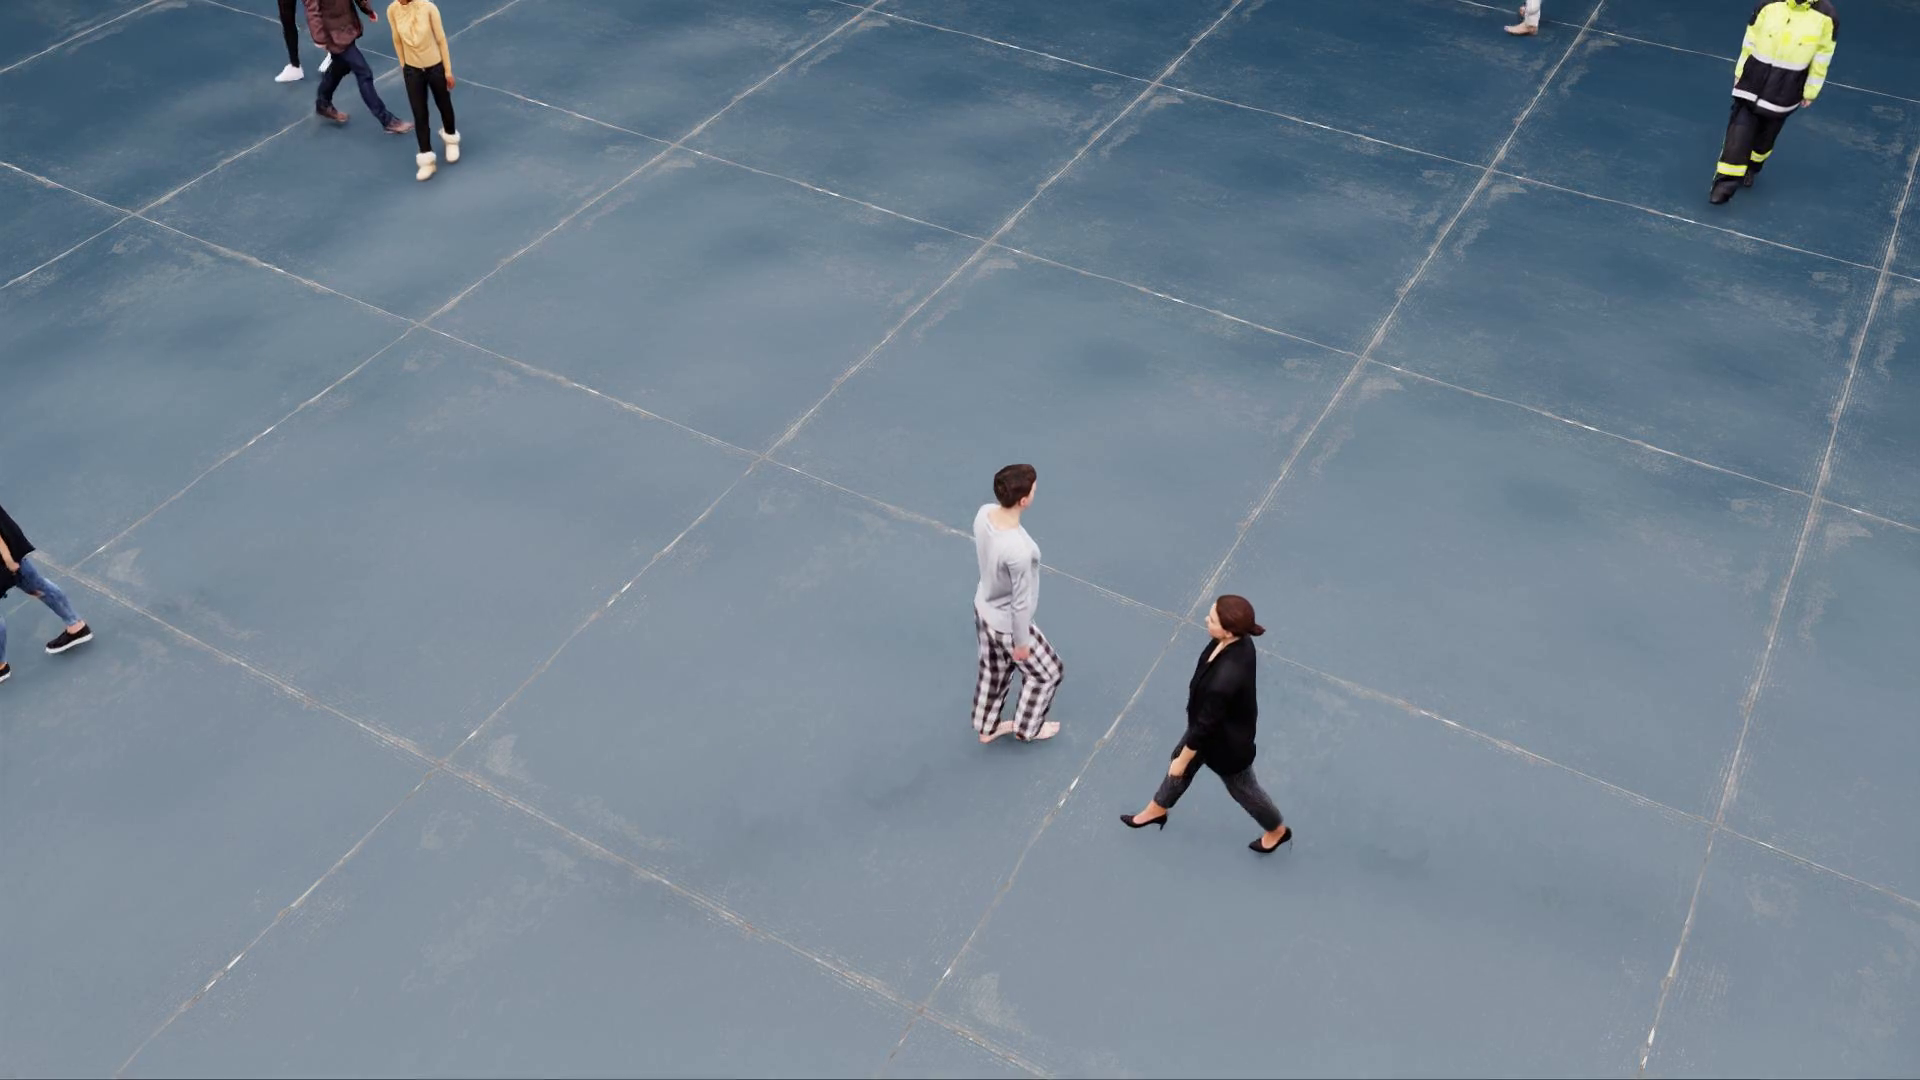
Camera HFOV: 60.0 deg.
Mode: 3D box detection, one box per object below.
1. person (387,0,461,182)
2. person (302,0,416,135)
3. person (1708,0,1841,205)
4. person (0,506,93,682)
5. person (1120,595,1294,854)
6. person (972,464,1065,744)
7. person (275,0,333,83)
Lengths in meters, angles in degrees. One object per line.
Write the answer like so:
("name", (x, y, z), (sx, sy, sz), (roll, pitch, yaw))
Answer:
("person", (-4.198, -3.752, 13.138), (0.904, 1.640, 1.030), (-4, 42, -4))
("person", (-5.110, -4.157, 13.462), (1.101, 1.803, 1.218), (5, 42, 5))
("person", (6.243, -3.550, 12.698), (0.819, 1.933, 1.141), (18, 45, 19))
("person", (-5.133, 0.011, 8.985), (1.023, 1.652, 0.833), (-29, 50, -28))
("person", (1.335, 0.958, 7.930), (0.984, 1.669, 1.138), (7, 43, 7))
("person", (0.173, 0.399, 8.419), (0.863, 1.838, 0.818), (-18, 45, -19))
("person", (-5.606, -4.862, 14.276), (0.673, 1.753, 0.936), (18, 45, 19))
